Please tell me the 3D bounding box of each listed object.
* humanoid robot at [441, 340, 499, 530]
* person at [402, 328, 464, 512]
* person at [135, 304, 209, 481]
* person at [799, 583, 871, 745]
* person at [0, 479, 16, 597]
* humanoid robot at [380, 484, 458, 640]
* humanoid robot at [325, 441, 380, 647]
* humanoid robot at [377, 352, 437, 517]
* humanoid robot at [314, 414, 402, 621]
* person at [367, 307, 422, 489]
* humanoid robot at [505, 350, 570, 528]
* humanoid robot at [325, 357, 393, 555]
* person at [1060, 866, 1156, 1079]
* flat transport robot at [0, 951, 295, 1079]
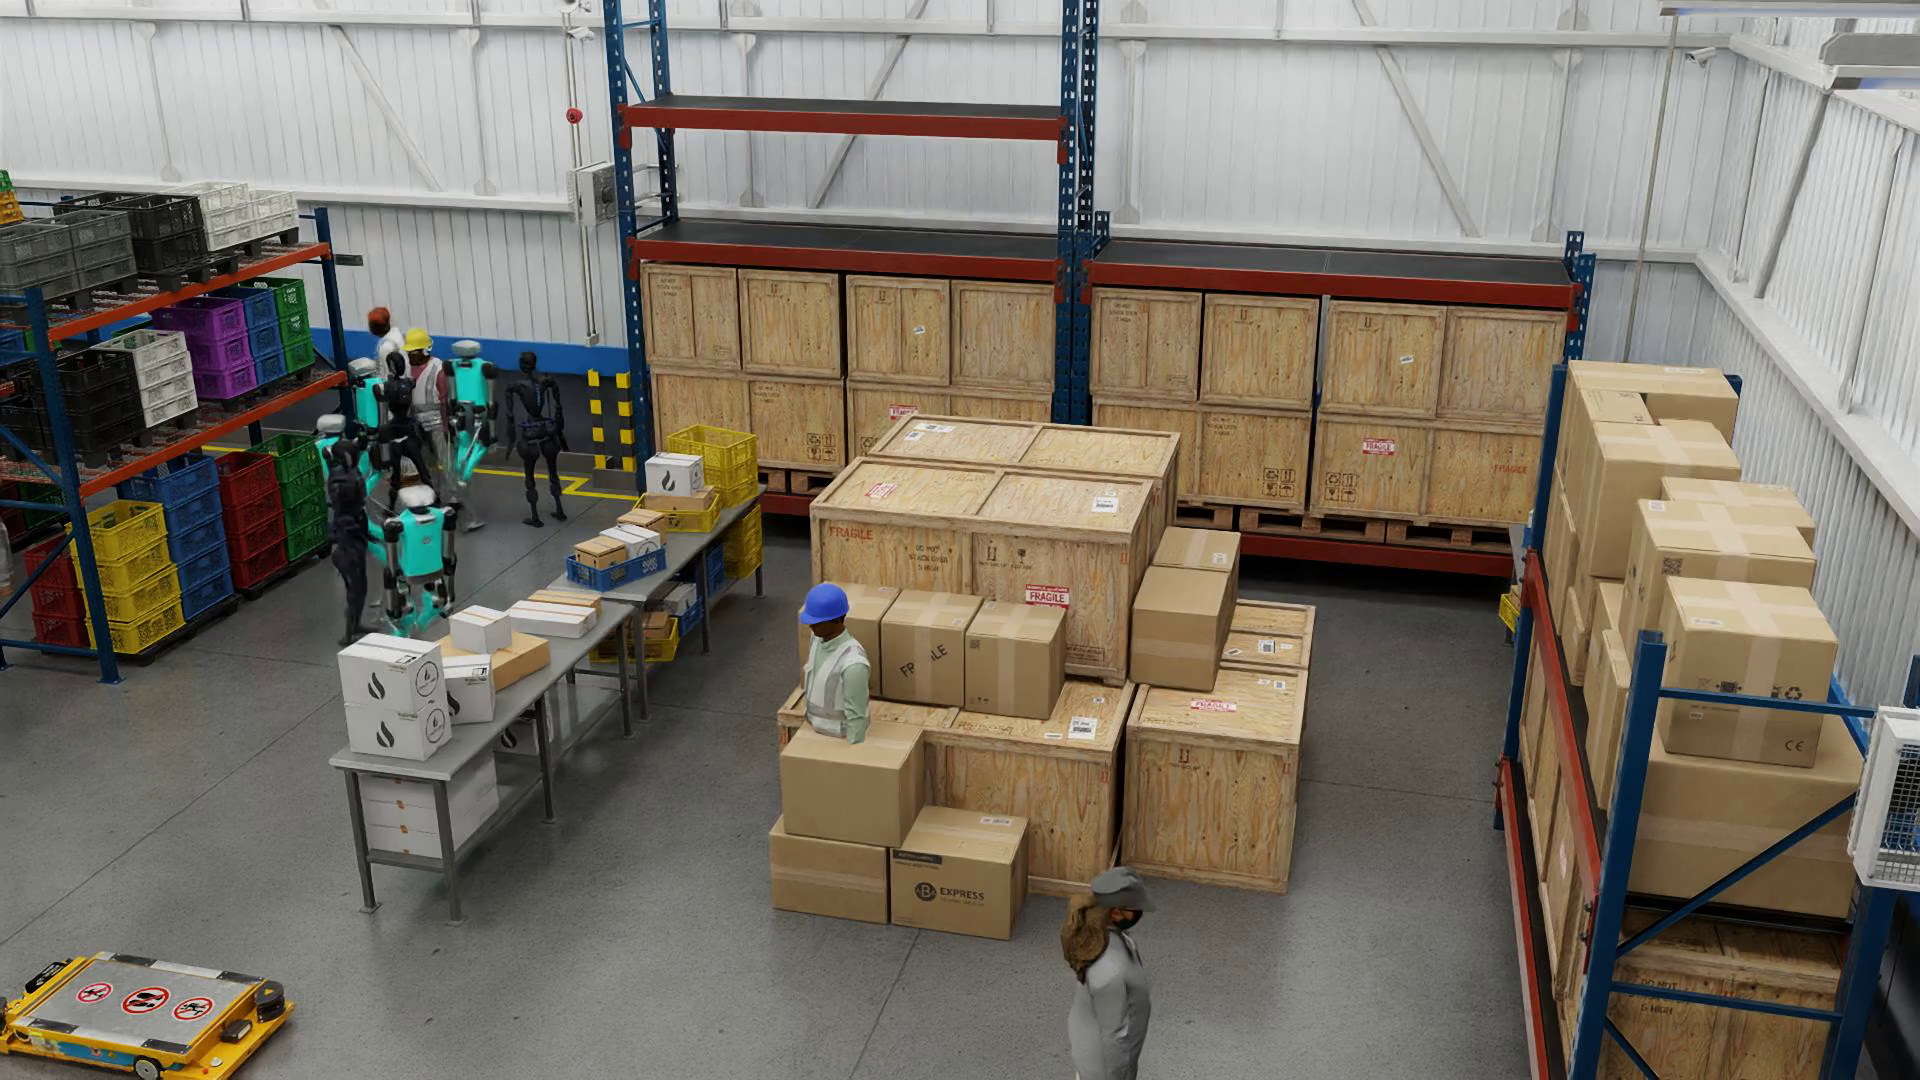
[{"bbox_3d":[-4.608,-0.917,15.397,0.550,1.782,0.761,6,22,16],"label":"humanoid robot"},{"bbox_3d":[-5.048,-1.129,15.829,0.588,1.823,0.405,11,24,27],"label":"person"},{"bbox_3d":[-7.625,-1.398,16.223,0.613,2.040,0.389,2,21,6],"label":"person"},{"bbox_3d":[-0.725,1.144,9.719,0.411,1.939,0.602,-10,23,-25],"label":"person"},{"bbox_3d":[-8.245,-0.407,13.909,0.431,1.843,0.622,-7,22,-18],"label":"person"},{"bbox_3d":[-4.002,0.393,12.019,0.557,1.801,0.944,-19,28,-40],"label":"humanoid robot"},{"bbox_3d":[-4.797,0.012,13.059,0.373,1.645,0.619,0,21,-1],"label":"humanoid robot"},{"bbox_3d":[-5.238,-0.955,15.600,0.595,1.638,0.589,15,26,34],"label":"humanoid robot"},{"bbox_3d":[-4.713,-0.173,13.432,0.769,1.784,0.537,-7,22,-18],"label":"humanoid robot"},{"bbox_3d":[-5.641,-1.443,16.615,0.344,1.853,0.675,-2,21,-5],"label":"person"},{"bbox_3d":[-3.961,-0.956,15.573,0.611,1.649,0.334,-16,26,-37],"label":"humanoid robot"},{"bbox_3d":[-5.381,-0.711,14.803,0.539,1.770,0.680,20,28,41],"label":"humanoid robot"},{"bbox_3d":[0.621,2.197,7.201,0.402,1.764,0.562,-1,21,-3],"label":"person"},{"bbox_3d":[-4.270,2.464,8.601,1.431,0.231,0.659,5,22,13],"label":"flat transport robot"}]
